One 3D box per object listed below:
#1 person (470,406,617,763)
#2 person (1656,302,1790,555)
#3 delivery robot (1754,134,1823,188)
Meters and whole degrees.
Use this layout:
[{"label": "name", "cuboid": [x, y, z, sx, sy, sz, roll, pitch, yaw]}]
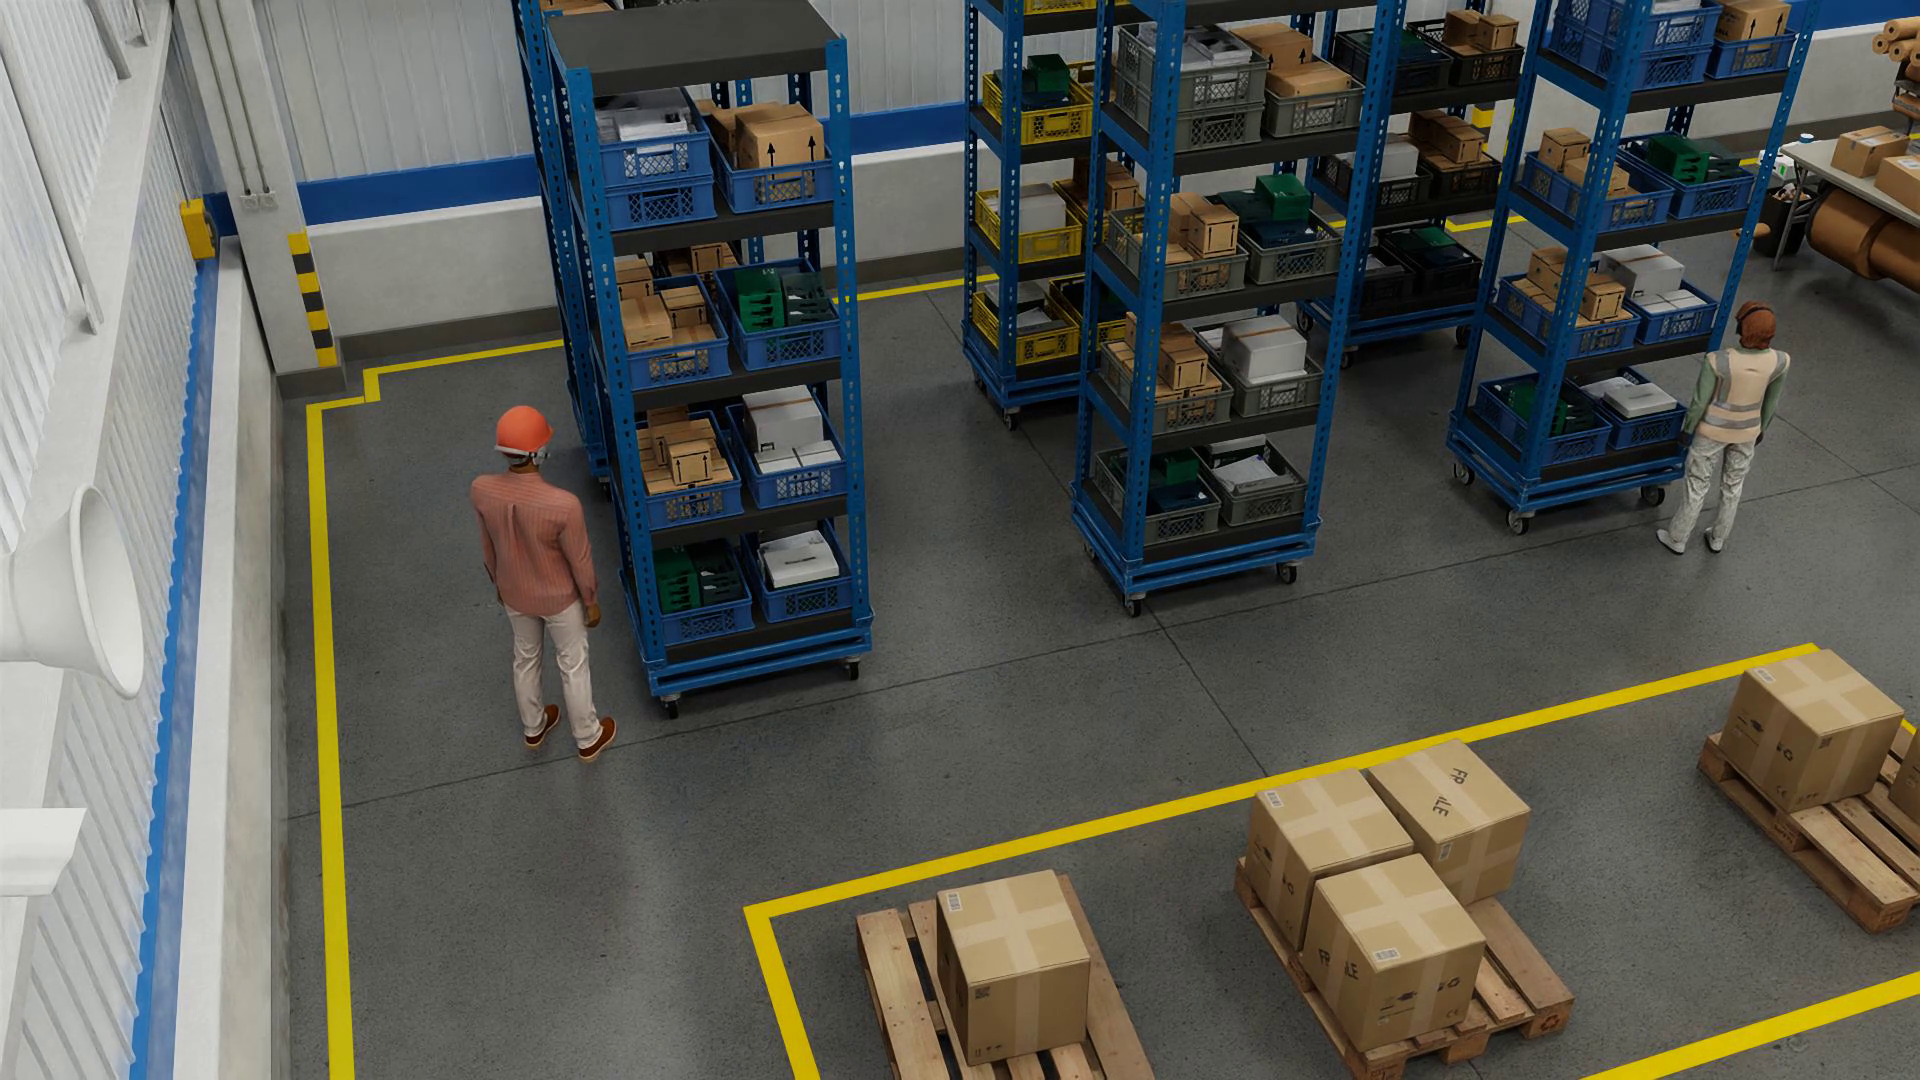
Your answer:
[{"label": "person", "cuboid": [-2.051, 0.228, 8.238, 0.610, 1.985, 0.415, 11, 37, 15]}, {"label": "person", "cuboid": [4.481, -0.631, 9.745, 0.511, 1.641, 0.308, -1, 35, -1]}, {"label": "delivery robot", "cuboid": [7.225, -3.253, 14.321, 0.707, 0.478, 0.477, -12, 37, -17]}]
